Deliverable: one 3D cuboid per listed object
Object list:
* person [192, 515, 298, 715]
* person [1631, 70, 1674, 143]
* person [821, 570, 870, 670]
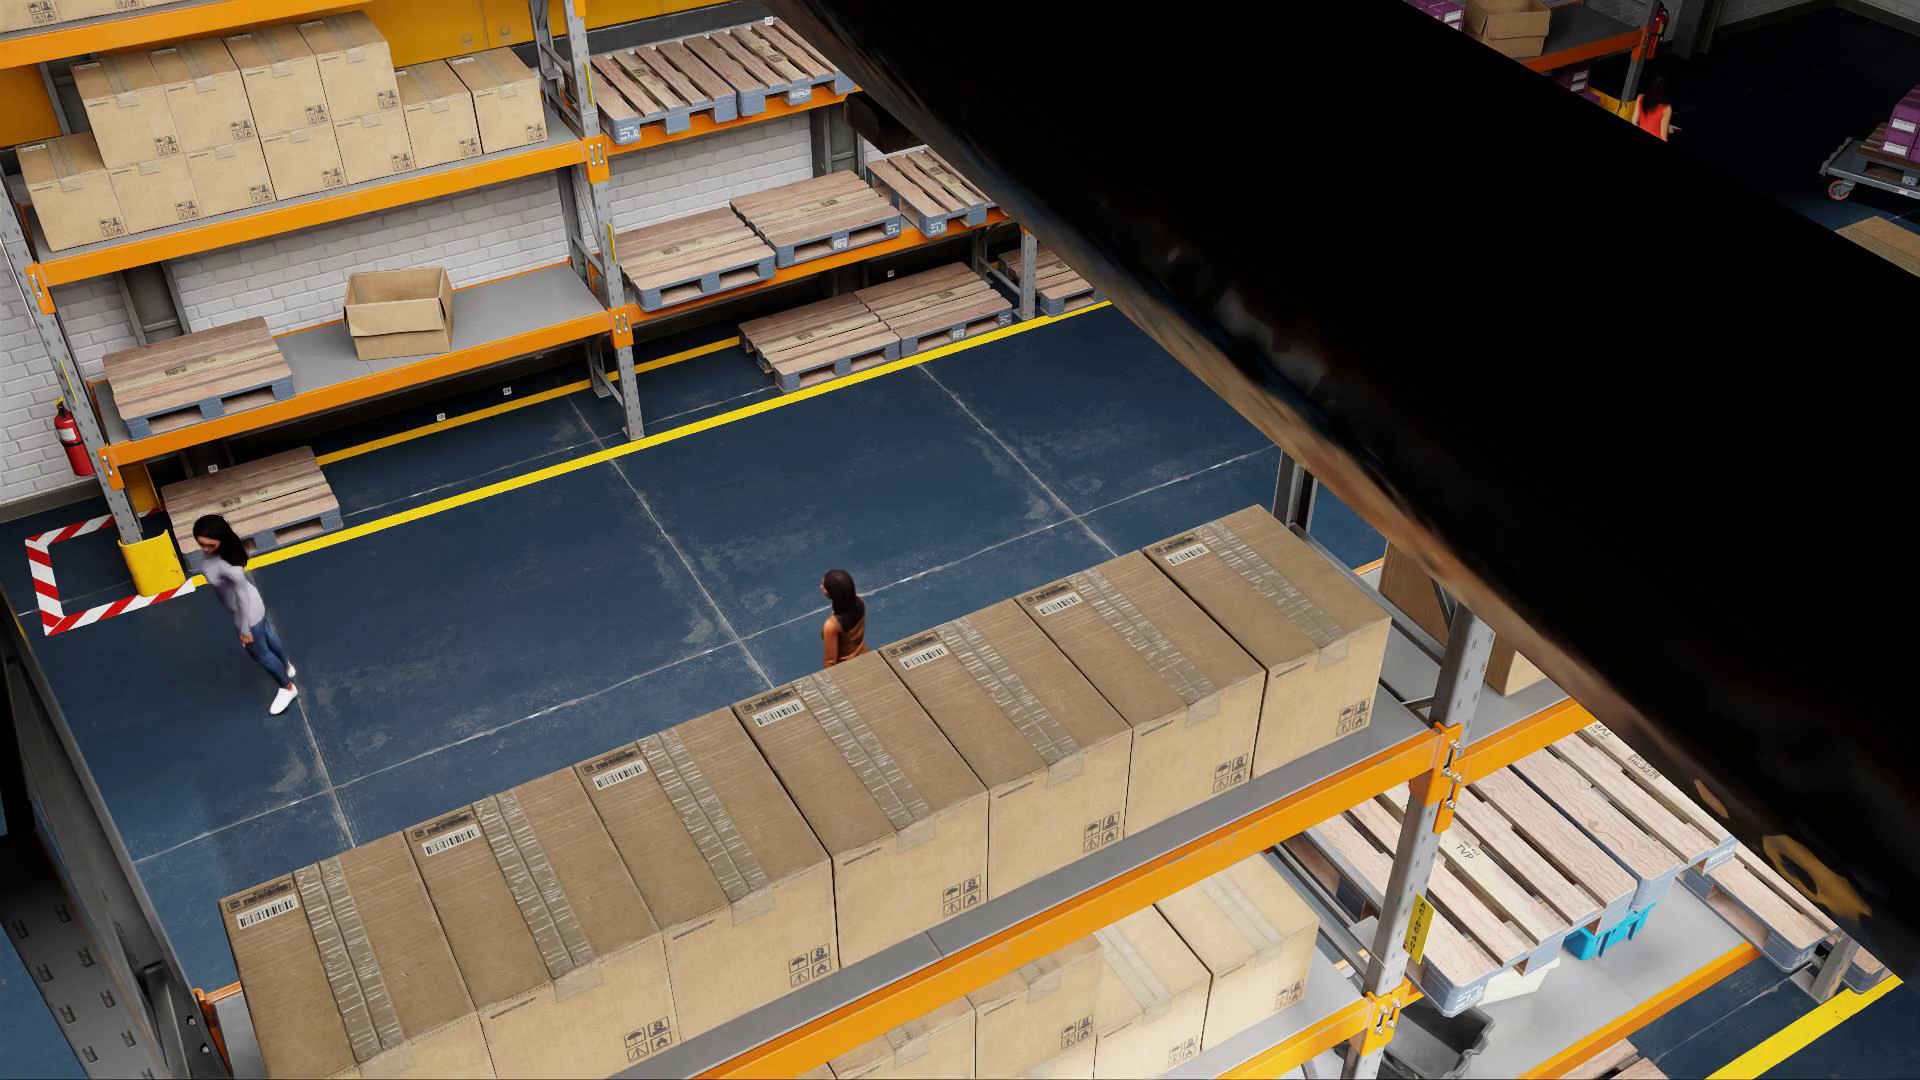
[{"bbox_3d":[-4.871,0.431,11.428,0.581,1.716,0.818,-14,41,-16],"label":"person"},{"bbox_3d":[6.949,-3.953,16.914,0.559,1.720,0.603,-25,45,-28],"label":"person"},{"bbox_3d":[-0.734,0.861,10.916,0.706,1.684,0.614,17,42,21],"label":"person"}]
